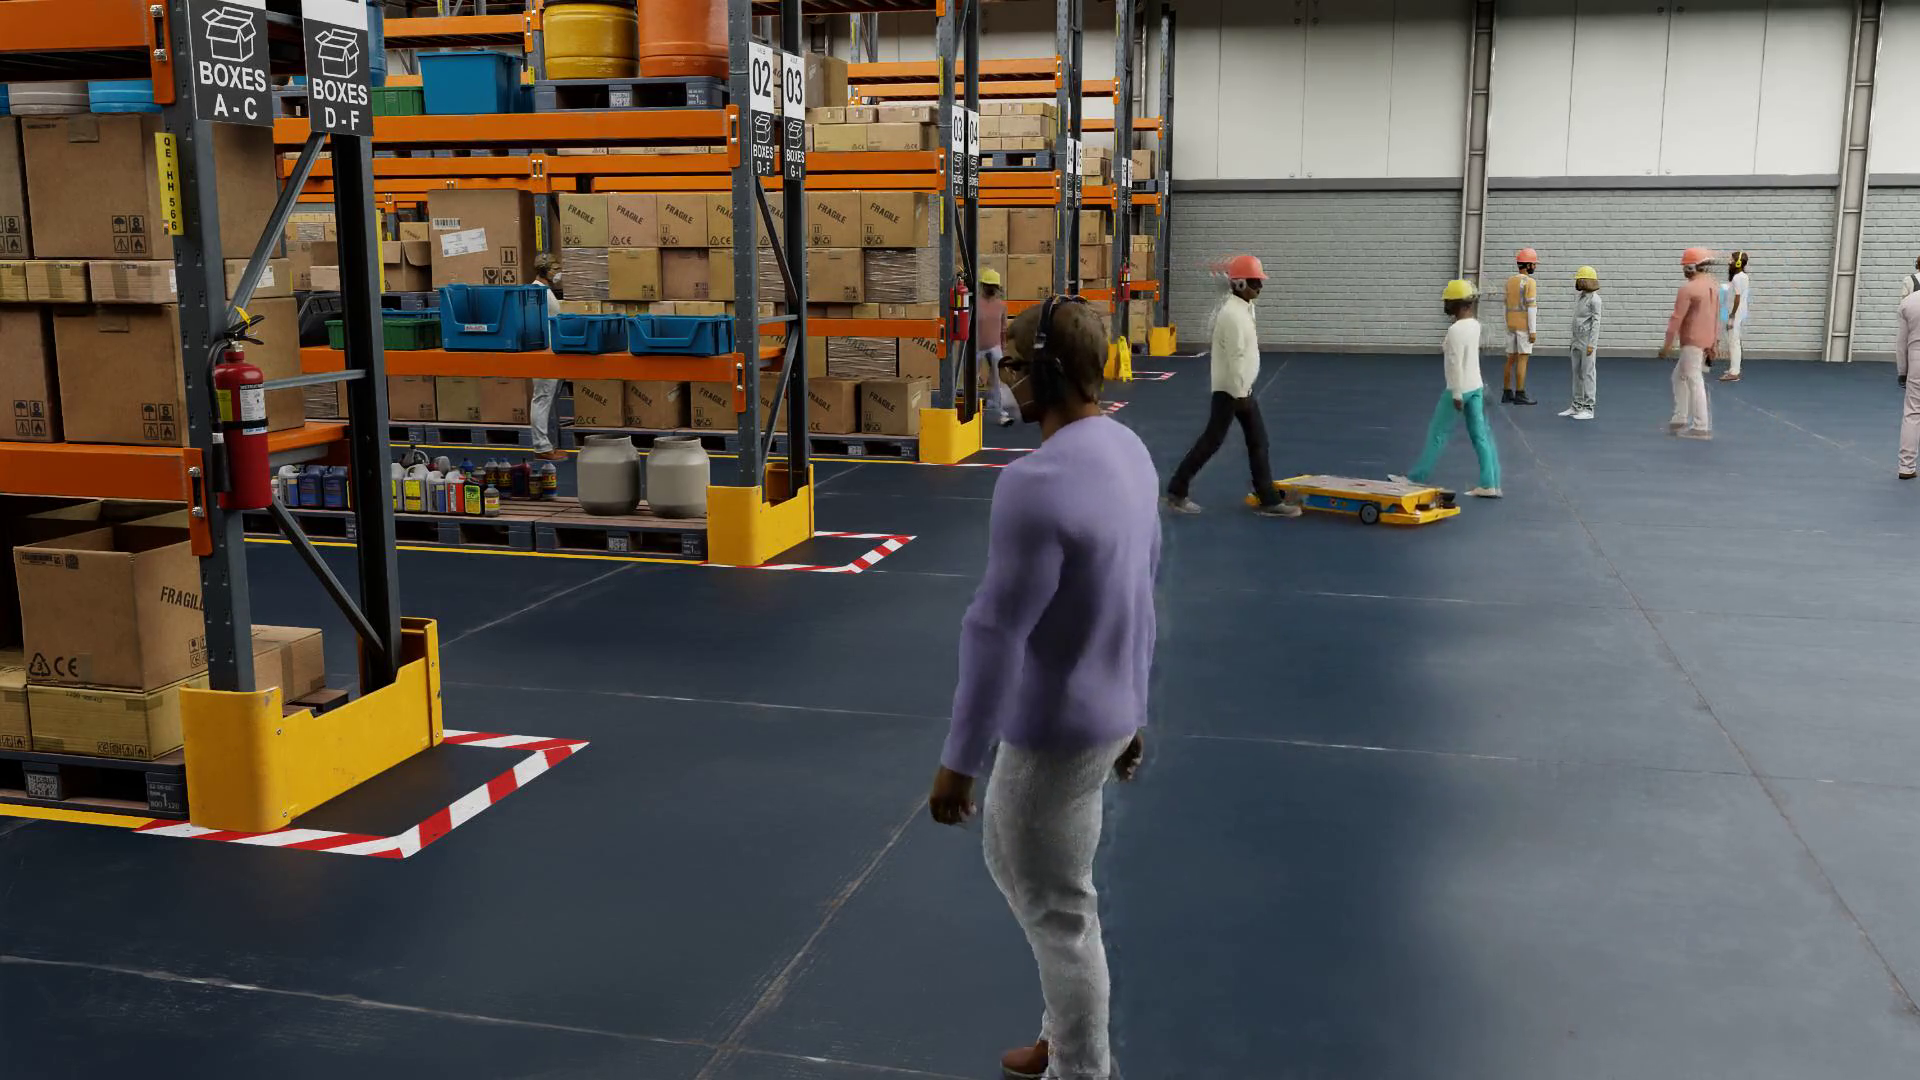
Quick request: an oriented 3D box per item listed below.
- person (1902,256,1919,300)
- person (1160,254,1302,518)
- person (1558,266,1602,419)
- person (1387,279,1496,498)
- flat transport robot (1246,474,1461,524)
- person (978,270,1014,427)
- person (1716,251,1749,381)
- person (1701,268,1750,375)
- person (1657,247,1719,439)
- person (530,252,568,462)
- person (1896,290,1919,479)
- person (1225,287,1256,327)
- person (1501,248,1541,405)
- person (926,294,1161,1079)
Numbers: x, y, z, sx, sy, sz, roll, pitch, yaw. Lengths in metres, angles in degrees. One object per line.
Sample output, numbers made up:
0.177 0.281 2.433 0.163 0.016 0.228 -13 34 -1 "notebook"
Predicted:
13.817 -3.189 23.947 0.506 1.847 0.345 9 14 41 "person"
1.976 -1.121 12.244 1.033 1.949 0.623 3 11 17 "person"
7.144 -2.261 19.093 0.295 1.744 0.484 -2 10 -9 "person"
3.911 -1.202 13.282 0.894 1.726 0.534 9 13 40 "person"
2.923 -0.318 12.404 1.431 0.197 0.652 9 14 41 "flat transport robot"
0.299 -2.073 18.133 0.533 1.718 0.927 -3 11 -18 "person"
11.257 -3.249 24.199 0.328 1.877 0.513 6 12 32 "person"
11.662 -3.334 25.247 0.592 1.657 0.379 -1 10 -7 "person"
7.509 -2.037 17.240 0.619 1.965 0.767 -9 14 -42 "person"
-3.831 -1.681 15.361 0.359 1.933 0.625 -2 11 -13 "person"
8.268 -1.435 14.076 0.409 1.903 0.639 -7 13 -36 "person"
3.433 -2.506 20.266 0.518 1.809 0.630 2 10 12 "person"
7.014 -2.656 20.737 0.360 1.935 0.552 -3 11 -17 "person"
0.167 0.424 3.717 0.498 1.923 0.640 4 11 22 "person"
